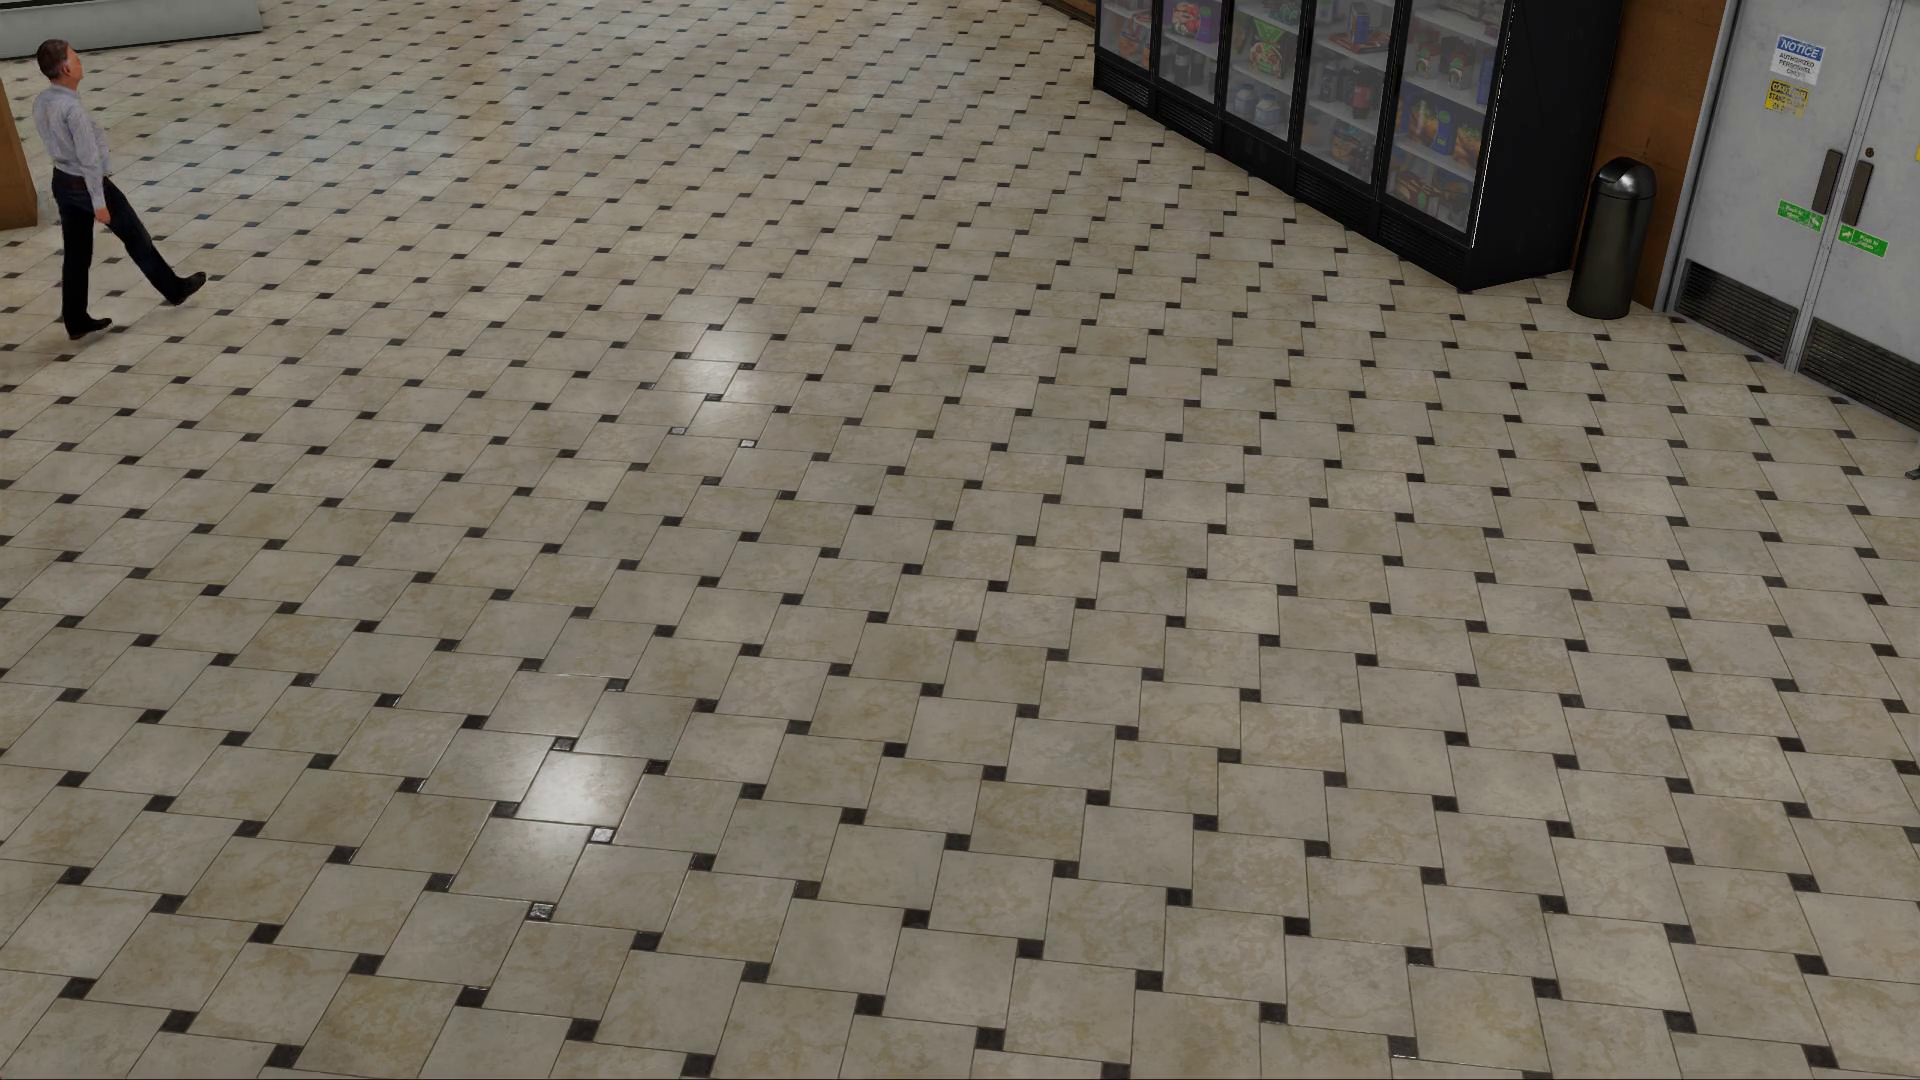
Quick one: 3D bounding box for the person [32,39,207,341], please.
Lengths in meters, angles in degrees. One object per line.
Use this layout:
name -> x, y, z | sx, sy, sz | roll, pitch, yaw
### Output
person -> -5.345, -2.065, 10.041 | 1.082, 1.766, 1.278 | 19, 37, 28
